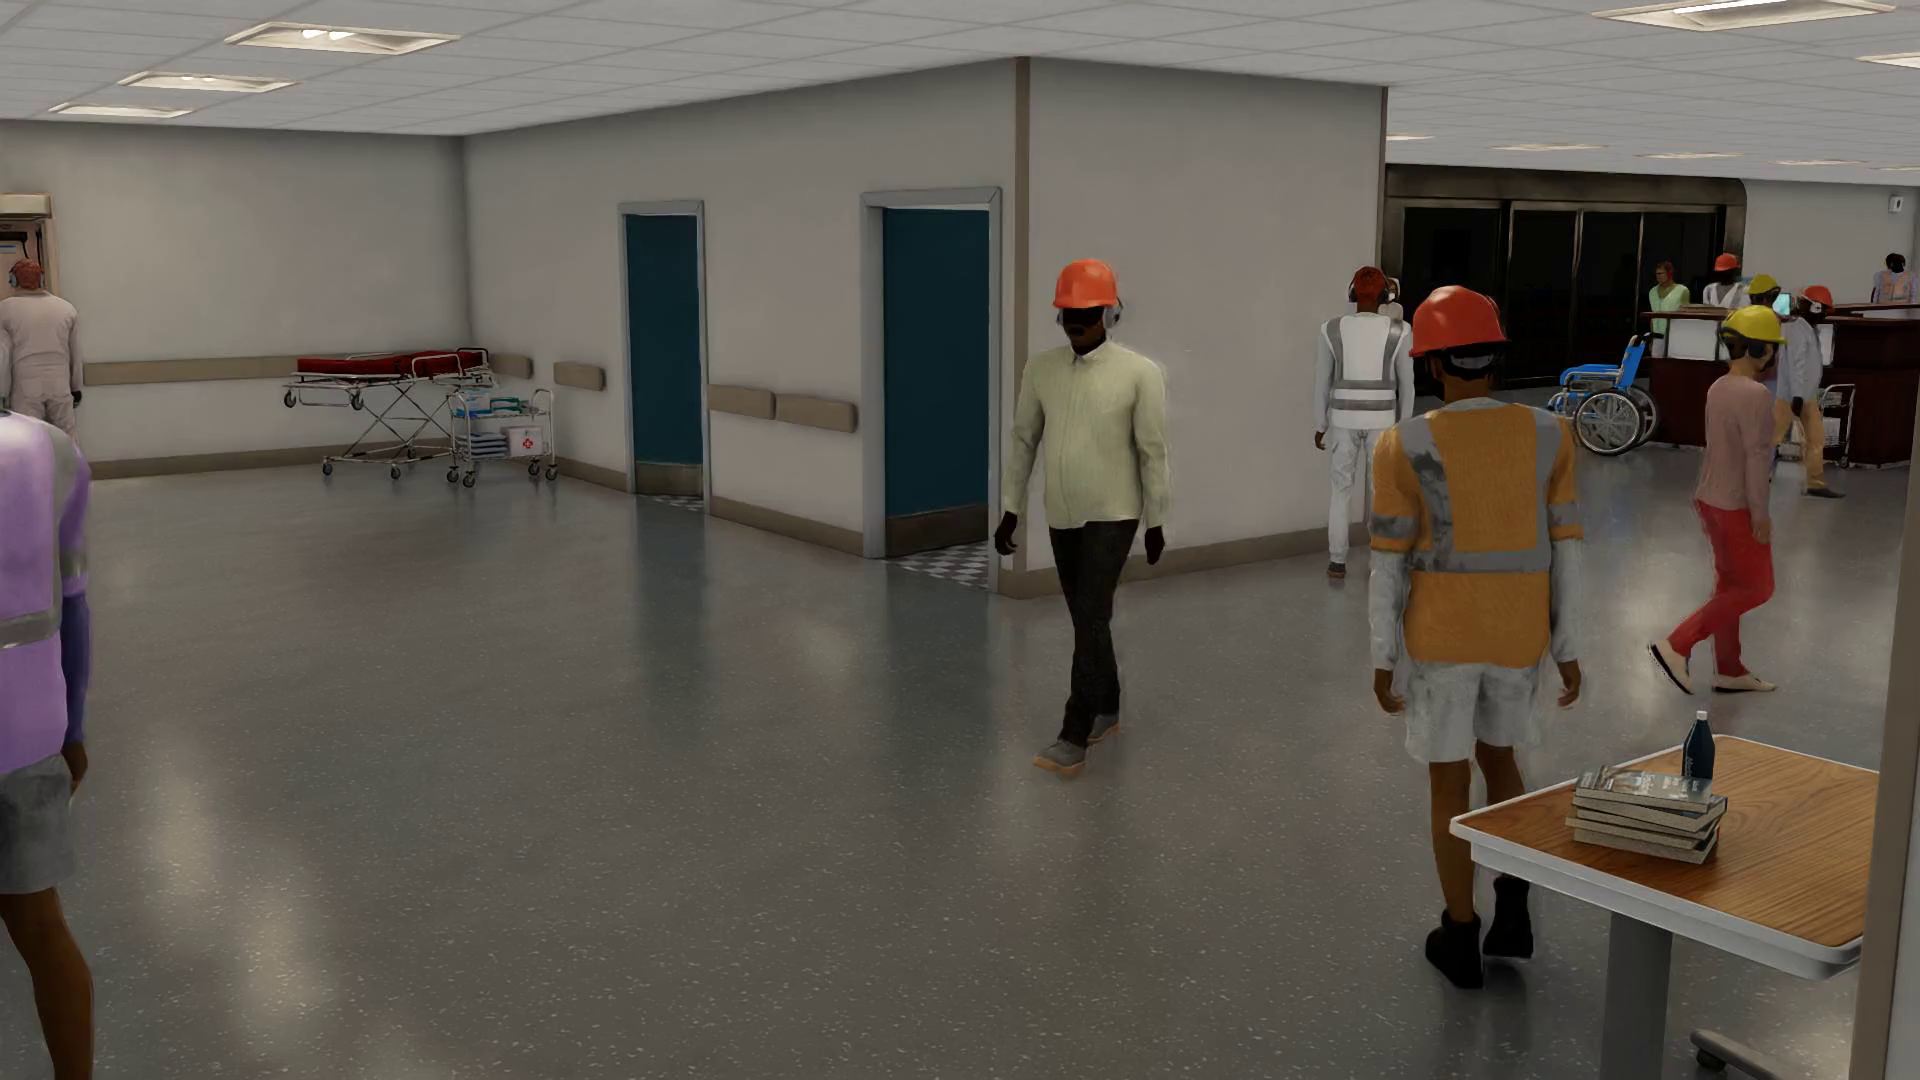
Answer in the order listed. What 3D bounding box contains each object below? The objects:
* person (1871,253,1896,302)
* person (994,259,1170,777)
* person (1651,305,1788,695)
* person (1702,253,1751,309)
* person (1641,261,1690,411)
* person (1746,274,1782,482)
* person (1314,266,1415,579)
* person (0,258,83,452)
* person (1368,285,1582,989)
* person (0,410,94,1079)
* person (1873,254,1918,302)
[{"bbox_3d":[15.650,-3.907,28.107,0.338,1.856,0.524,-10,14,-44],"label":"person"},{"bbox_3d":[0.427,-0.090,6.429,0.619,1.953,0.954,8,13,37],"label":"person"},{"bbox_3d":[3.398,-0.154,7.335,0.555,1.754,0.572,1,10,5],"label":"person"},{"bbox_3d":[8.812,-2.344,19.168,0.539,1.913,0.547,-7,13,-36],"label":"person"},{"bbox_3d":[8.568,-2.449,20.102,0.633,1.830,0.631,-5,11,-28],"label":"person"},{"bbox_3d":[6.709,-1.340,13.967,0.327,1.765,0.528,7,12,35],"label":"person"},{"bbox_3d":[2.427,-0.694,10.012,0.581,1.882,0.339,3,11,18],"label":"person"},{"bbox_3d":[-6.941,-1.151,12.508,0.400,1.907,0.645,7,13,36],"label":"person"},{"bbox_3d":[1.395,0.264,4.581,0.574,1.907,0.507,-1,10,-3],"label":"person"},{"bbox_3d":[-2.057,0.414,3.409,0.410,2.032,0.610,3,11,15],"label":"person"},{"bbox_3d":[15.457,-3.802,27.545,0.627,1.844,0.429,8,13,38],"label":"person"}]
